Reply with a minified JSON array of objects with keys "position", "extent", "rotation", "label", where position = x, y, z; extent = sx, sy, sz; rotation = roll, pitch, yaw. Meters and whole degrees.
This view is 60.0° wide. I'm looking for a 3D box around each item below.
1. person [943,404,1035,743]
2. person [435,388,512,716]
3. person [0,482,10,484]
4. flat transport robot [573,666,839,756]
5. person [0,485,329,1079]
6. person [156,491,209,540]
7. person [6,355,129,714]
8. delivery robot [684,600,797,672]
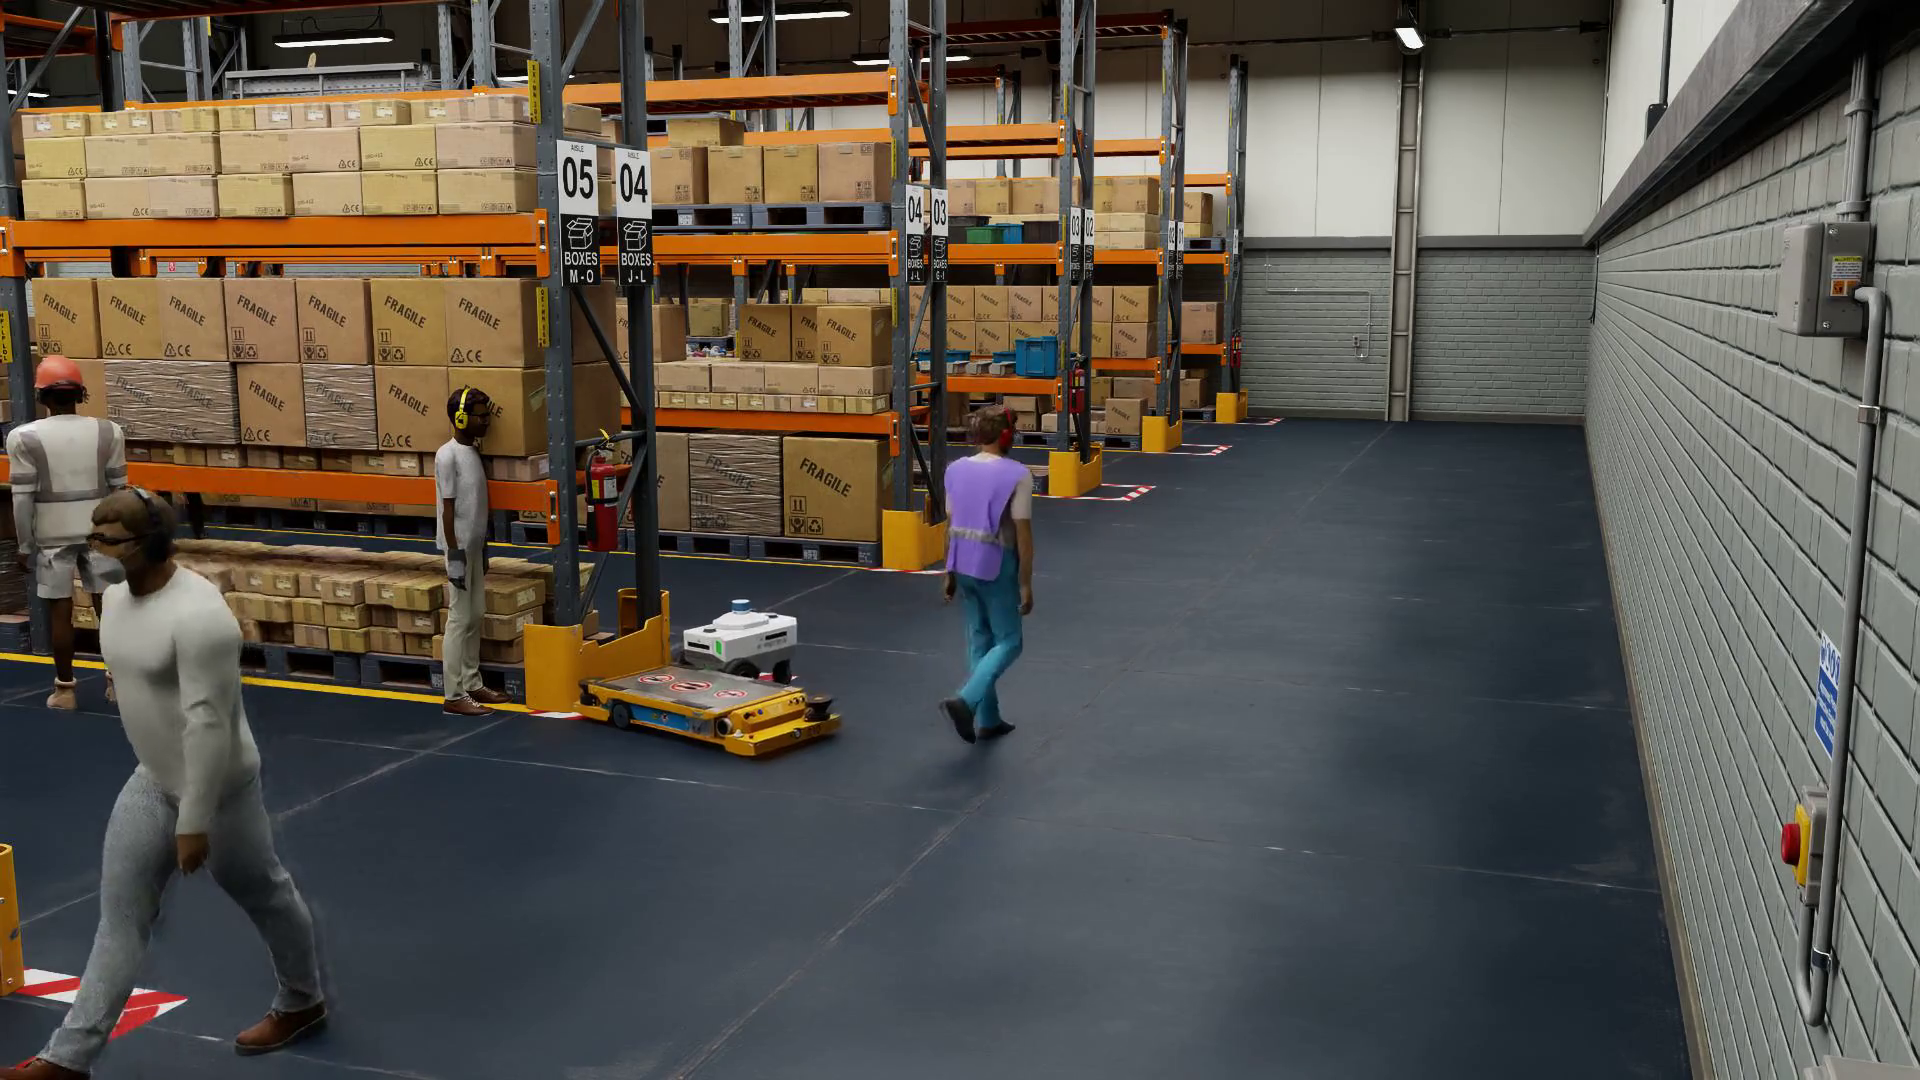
[{"position":[0.110,0.197,8.780],"extent":[0.611,1.821,0.587],"rotation":[8,12,39],"label":"person"},{"position":[-2.795,0.069,9.464],"extent":[0.333,1.860,0.509],"rotation":[1,9,4],"label":"person"},{"position":[-8.205,-0.796,14.429],"extent":[0.388,1.996,0.612],"rotation":[7,12,38],"label":"person"},{"position":[-1.415,0.908,9.160],"extent":[1.431,0.197,0.652],"rotation":[7,11,37],"label":"flat transport robot"},{"position":[-2.414,0.768,5.026],"extent":[0.643,1.872,1.068],"rotation":[6,11,34],"label":"person"},{"position":[-7.048,-0.817,14.828],"extent":[1.031,1.924,0.595],"rotation":[8,12,39],"label":"person"},{"position":[-5.071,-0.030,9.510],"extent":[0.626,2.041,0.384],"rotation":[-8,12,-39],"label":"person"},{"position":[-1.301,0.599,9.916],"extent":[0.477,0.478,0.707],"rotation":[7,12,37],"label":"delivery robot"}]
